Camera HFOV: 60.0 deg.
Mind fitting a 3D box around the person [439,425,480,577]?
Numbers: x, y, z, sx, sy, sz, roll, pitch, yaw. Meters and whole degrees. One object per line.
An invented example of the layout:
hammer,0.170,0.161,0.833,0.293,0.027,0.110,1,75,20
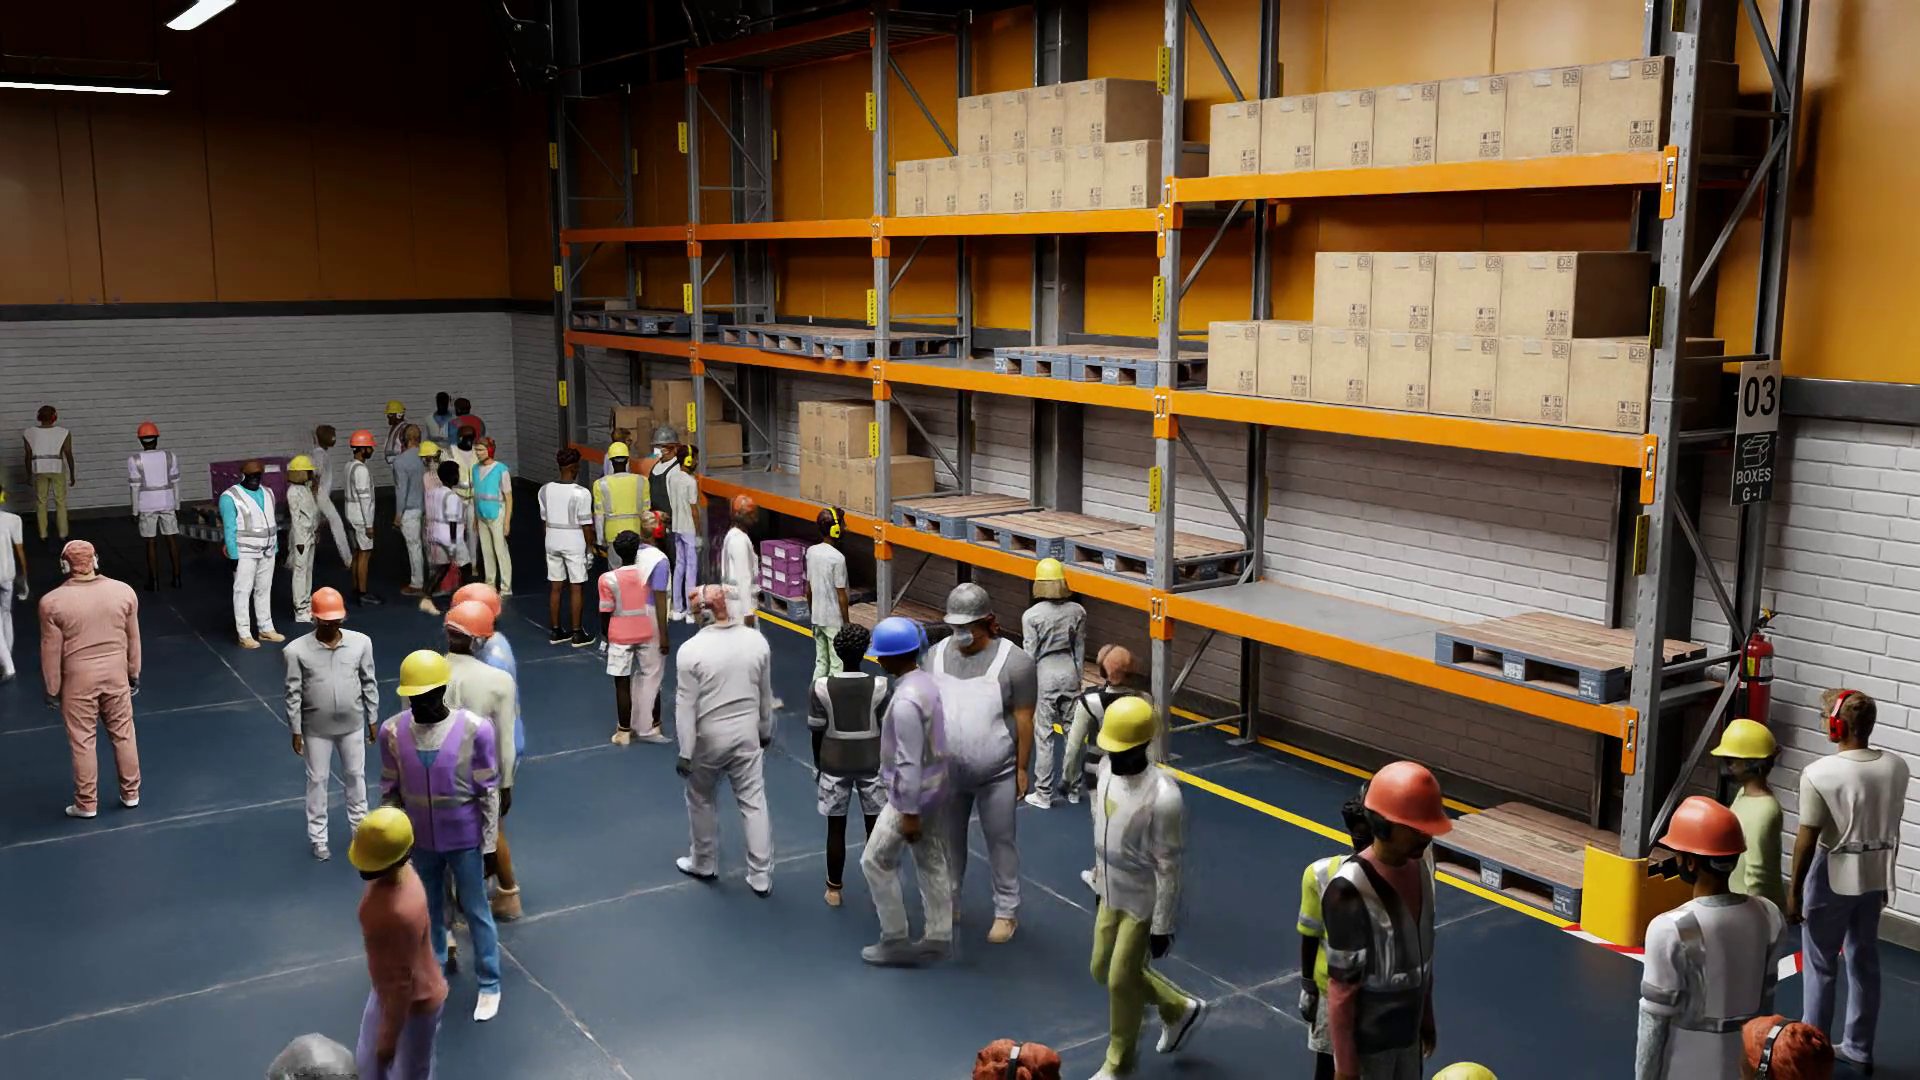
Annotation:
person,-5.903,-0.470,19.817,0.643,1.823,0.500,-7,12,-36

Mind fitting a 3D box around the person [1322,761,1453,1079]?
person,1.561,1.774,6.044,0.613,2.033,0.411,-9,13,-44

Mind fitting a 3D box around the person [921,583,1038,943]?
person,0.064,1.223,9.239,0.687,2.000,0.536,4,10,22

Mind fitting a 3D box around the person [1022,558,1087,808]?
person,0.638,0.985,11.517,0.483,1.741,0.314,-4,10,-23

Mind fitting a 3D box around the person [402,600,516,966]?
person,-2.733,1.306,9.071,0.647,1.944,0.979,-3,10,-15

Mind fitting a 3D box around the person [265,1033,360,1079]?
person,-1.415,2.134,3.893,0.705,2.000,0.994,-5,11,-26

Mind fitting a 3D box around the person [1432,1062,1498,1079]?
person,1.286,2.205,4.383,0.318,1.737,0.485,-5,11,-27

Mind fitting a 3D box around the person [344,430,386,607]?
person,-6.500,-0.238,18.145,0.388,1.930,0.544,-6,12,-33

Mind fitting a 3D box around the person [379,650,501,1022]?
person,-2.566,1.465,8.219,0.600,1.913,0.435,1,10,5

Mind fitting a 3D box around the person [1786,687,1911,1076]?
person,4.075,1.596,7.652,0.562,1.837,0.388,-3,10,-16

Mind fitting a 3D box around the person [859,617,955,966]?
person,-0.324,1.344,8.878,0.661,1.915,0.659,2,10,11

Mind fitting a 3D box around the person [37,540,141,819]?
person,-5.906,0.940,11.310,0.410,1.905,0.640,9,13,41

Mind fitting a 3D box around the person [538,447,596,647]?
person,-3.833,0.068,16.282,0.598,1.958,0.372,4,10,23

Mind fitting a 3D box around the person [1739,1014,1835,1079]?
person,2.122,2.141,4.330,0.575,1.880,0.359,-4,10,-22

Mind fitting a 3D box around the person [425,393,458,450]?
person,-7.435,-1.204,24.037,0.596,1.860,1.032,1,10,6

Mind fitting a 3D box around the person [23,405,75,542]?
person,-12.130,-0.876,22.172,0.580,1.832,0.399,-4,10,-21

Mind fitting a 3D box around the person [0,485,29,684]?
person,-8.666,0.360,14.955,0.934,1.830,0.521,9,13,44

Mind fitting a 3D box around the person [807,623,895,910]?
person,-0.616,1.319,9.684,0.535,1.697,0.318,0,10,-2

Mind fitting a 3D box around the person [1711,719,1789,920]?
person,3.515,1.668,7.466,0.355,1.757,0.536,3,10,17

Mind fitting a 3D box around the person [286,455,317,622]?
person,-6.849,-0.017,17.393,0.294,1.744,0.486,-1,10,-6

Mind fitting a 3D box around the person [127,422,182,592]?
person,-9.178,-0.377,18.965,0.542,1.928,0.374,-8,13,-40

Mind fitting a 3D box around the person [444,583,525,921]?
person,-2.746,1.205,9.501,0.505,2.007,0.724,-3,10,-17

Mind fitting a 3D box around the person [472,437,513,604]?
person,-5.140,-0.225,18.318,0.572,1.840,0.373,7,12,34

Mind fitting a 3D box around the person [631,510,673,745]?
person,-2.441,0.686,13.042,0.417,1.827,0.615,-7,12,-37

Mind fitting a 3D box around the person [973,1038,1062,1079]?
person,0.135,2.158,4.214,0.355,1.883,0.575,1,10,5

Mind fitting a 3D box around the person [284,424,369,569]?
person,-7.764,-0.502,20.139,0.965,1.792,0.510,-4,11,-24

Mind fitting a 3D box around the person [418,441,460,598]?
person,-5.882,-0.239,18.683,0.385,1.750,0.534,1,10,6

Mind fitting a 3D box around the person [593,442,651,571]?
person,-3.455,-0.047,17.043,0.585,1.922,0.372,-4,10,-23

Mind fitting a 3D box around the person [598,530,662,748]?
person,-2.553,0.762,12.941,0.540,1.698,0.317,-6,11,-30

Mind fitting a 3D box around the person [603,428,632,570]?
person,-3.946,-0.389,19.320,0.361,1.834,0.519,-7,12,-36

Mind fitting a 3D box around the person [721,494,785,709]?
person,-1.875,0.537,13.801,0.726,1.868,0.579,-1,10,-7

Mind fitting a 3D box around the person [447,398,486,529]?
person,-6.950,-1.082,23.388,0.430,1.836,0.640,6,11,31

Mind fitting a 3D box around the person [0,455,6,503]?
person,-12.350,-0.583,21.034,0.508,1.632,0.265,-3,10,-18

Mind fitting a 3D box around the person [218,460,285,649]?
person,-6.902,0.127,16.275,0.430,1.838,0.619,4,11,24

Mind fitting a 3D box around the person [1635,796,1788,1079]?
person,2.602,1.852,5.892,0.547,1.929,0.385,-3,10,-15

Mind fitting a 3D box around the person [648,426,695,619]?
person,-3.106,-0.195,17.565,0.539,2.000,0.689,-7,12,-37

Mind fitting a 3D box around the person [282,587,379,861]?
person,-3.961,1.151,10.531,0.566,1.744,0.350,-6,12,-33

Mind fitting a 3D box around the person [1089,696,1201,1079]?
person,0.832,1.590,7.494,0.606,1.894,0.607,-5,11,-26

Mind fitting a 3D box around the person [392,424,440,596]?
person,-6.117,-0.343,18.728,0.355,1.938,0.636,5,11,27

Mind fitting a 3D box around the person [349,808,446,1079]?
person,-2.230,1.836,6.597,0.510,1.708,0.598,-7,12,-34

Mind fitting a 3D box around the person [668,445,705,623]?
person,-2.836,-0.065,17.321,0.327,1.865,0.520,-9,13,-43

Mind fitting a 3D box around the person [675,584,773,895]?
person,-1.466,1.174,10.013,0.693,1.866,0.839,-7,12,-37

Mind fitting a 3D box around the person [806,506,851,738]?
person,-0.995,0.666,13.012,0.329,1.872,0.507,-8,13,-39

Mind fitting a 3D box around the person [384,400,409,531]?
person,-7.789,-1.038,23.150,0.403,1.825,0.593,-6,12,-33

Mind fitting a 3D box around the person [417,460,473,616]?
person,-5.400,-0.019,17.600,0.743,1.669,0.535,-8,13,-40

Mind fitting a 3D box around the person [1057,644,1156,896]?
person,0.871,1.391,9.557,0.524,1.593,0.862,-5,11,-25
